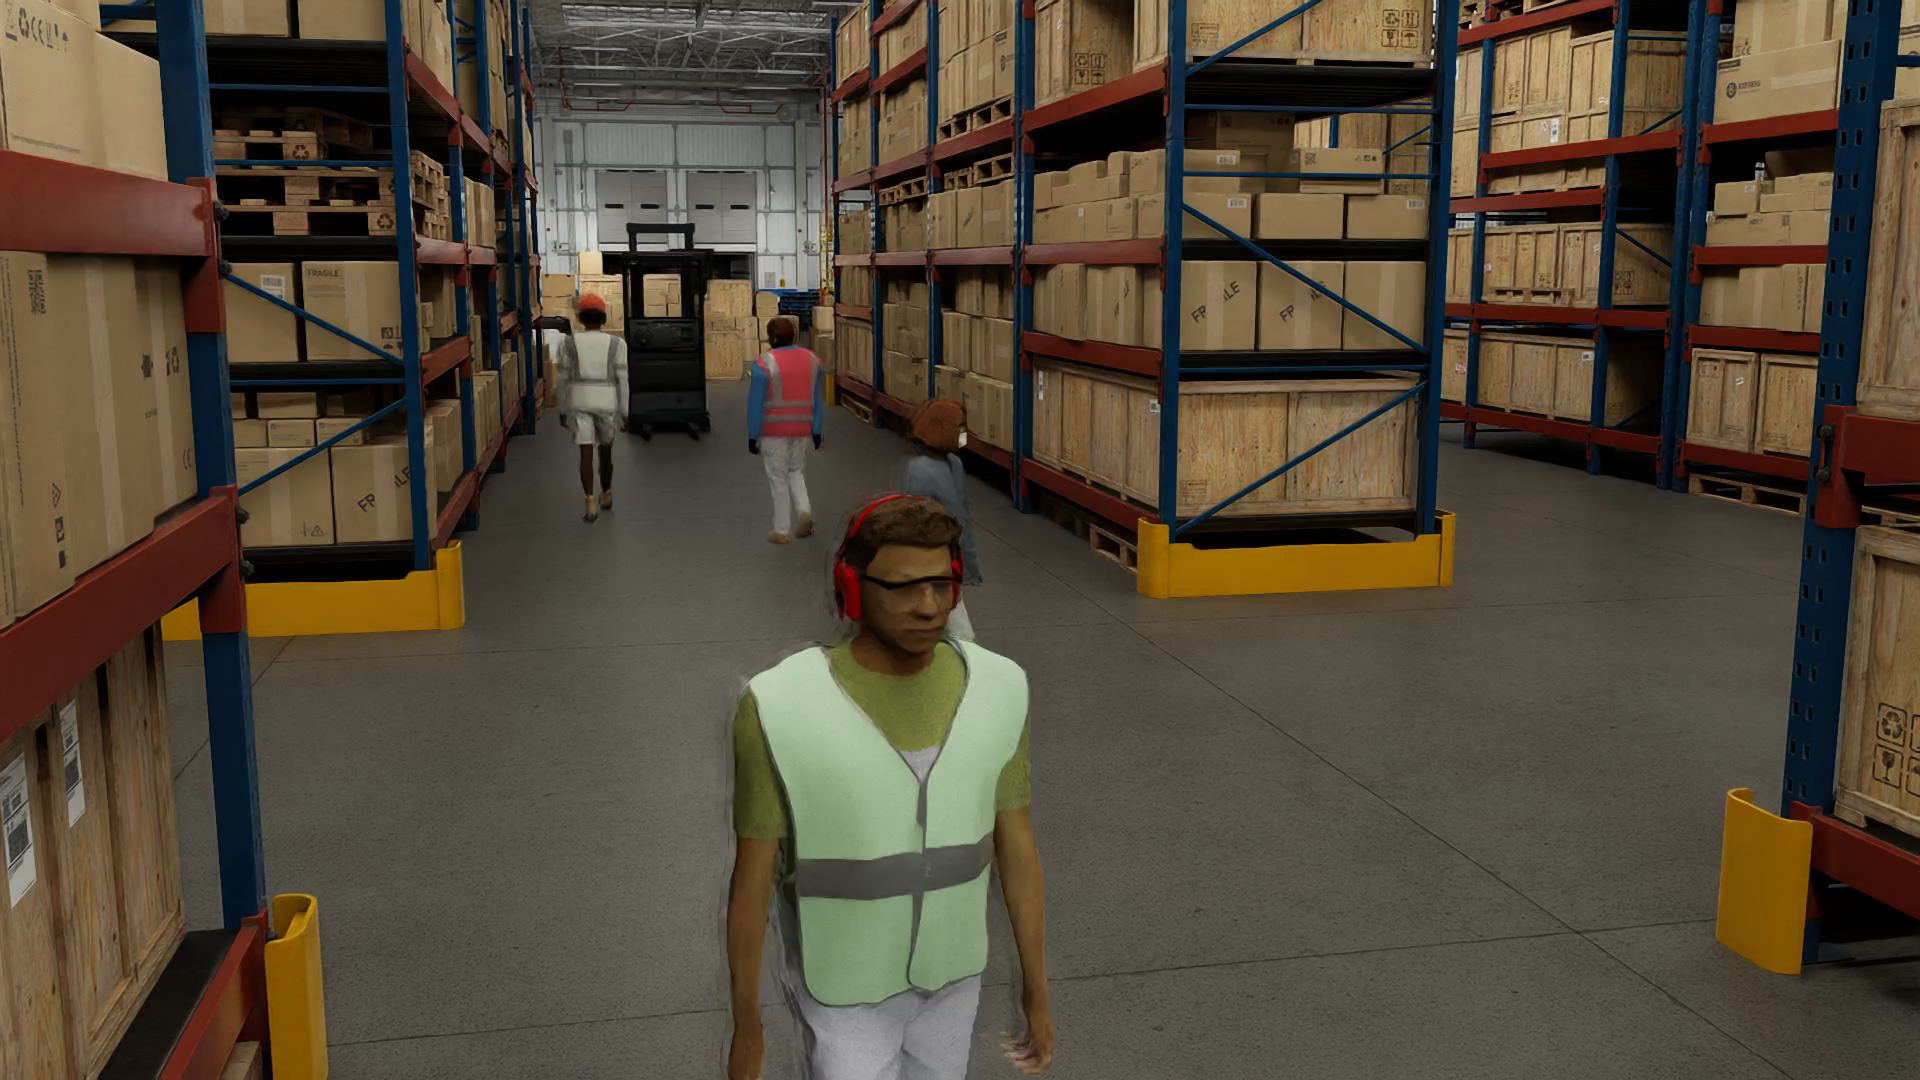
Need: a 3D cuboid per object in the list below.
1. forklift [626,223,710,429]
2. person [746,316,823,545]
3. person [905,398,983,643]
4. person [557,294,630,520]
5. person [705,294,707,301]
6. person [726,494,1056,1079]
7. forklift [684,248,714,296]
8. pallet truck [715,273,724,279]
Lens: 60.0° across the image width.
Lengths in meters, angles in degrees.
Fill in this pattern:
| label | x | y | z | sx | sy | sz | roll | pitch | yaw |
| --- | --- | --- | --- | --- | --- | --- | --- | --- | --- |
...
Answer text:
| label | x | y | z | sx | sy | sz | roll | pitch | yaw |
| --- | --- | --- | --- | --- | --- | --- | --- | --- | --- |
| forklift | -4.142 | -3.016 | 23.205 | 1.129 | 2.768 | 1.873 | -2 | 10 | -12 |
| person | -1.408 | -0.863 | 13.273 | 0.652 | 1.829 | 0.442 | -7 | 12 | -37 |
| person | -0.075 | 0.146 | 7.785 | 0.449 | 1.618 | 0.509 | 3 | 10 | 15 |
| person | -3.274 | -1.195 | 14.853 | 0.625 | 1.984 | 1.099 | -2 | 10 | -12 |
| person | -6.180 | -5.635 | 42.138 | 0.592 | 1.915 | 0.399 | -5 | 10 | -27 |
| person | -0.108 | 0.824 | 2.985 | 0.590 | 1.827 | 0.495 | -6 | 11 | -31 |
| forklift | -8.410 | -8.037 | 53.813 | 1.129 | 2.768 | 1.873 | -7 | 12 | -38 |
| pallet truck | -8.580 | -8.986 | 62.280 | 1.885 | 1.965 | 0.823 | 1 | 9 | 5 |
